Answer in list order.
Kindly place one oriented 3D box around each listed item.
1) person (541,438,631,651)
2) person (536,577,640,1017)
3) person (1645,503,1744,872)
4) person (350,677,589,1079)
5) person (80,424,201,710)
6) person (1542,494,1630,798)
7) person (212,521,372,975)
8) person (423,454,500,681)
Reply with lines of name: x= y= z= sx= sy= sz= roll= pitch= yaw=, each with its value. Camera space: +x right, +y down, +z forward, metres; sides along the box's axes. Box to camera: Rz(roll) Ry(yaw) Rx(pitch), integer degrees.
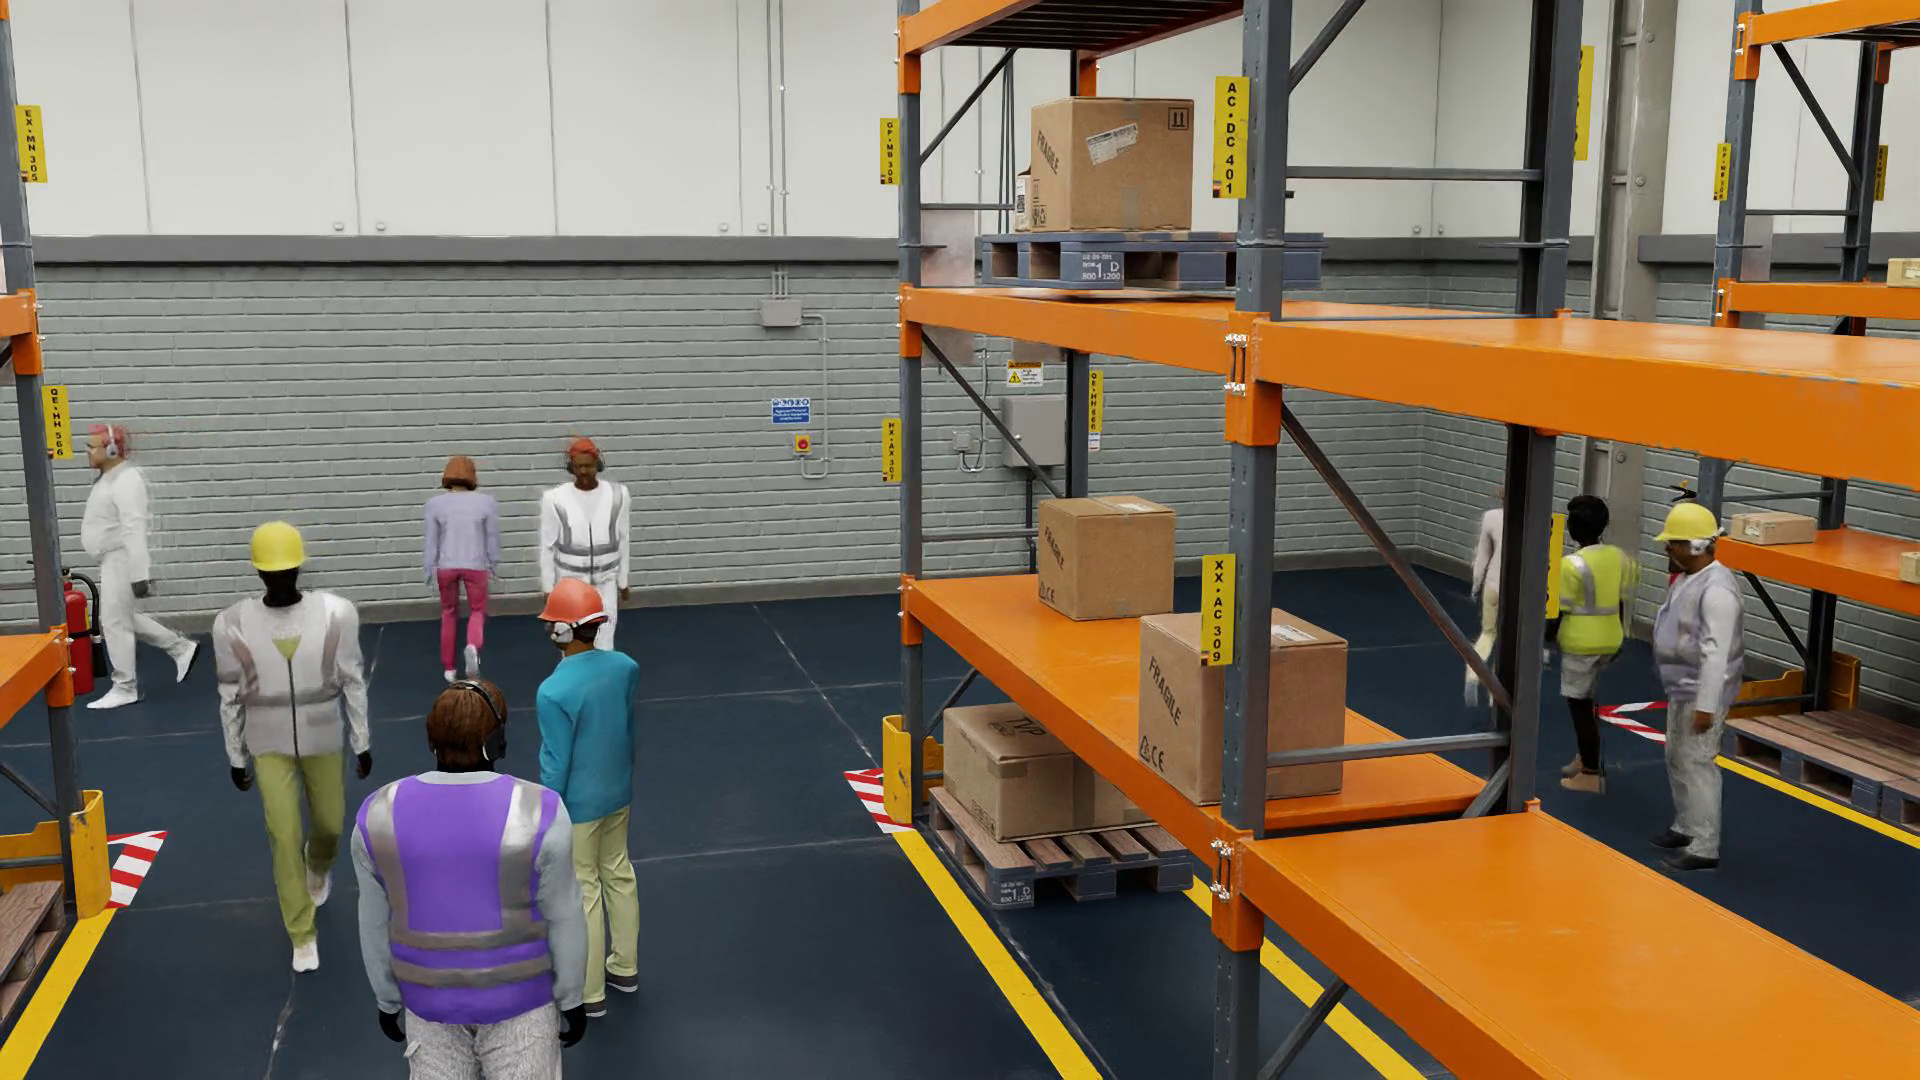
person: x=-2.422 y=0.239 z=10.809 sx=0.584 sy=1.839 sz=0.968 roll=-3 pitch=11 yaw=-19
person: x=-1.499 y=1.013 z=6.613 sx=0.327 sy=1.753 sz=0.561 roll=5 pitch=11 yaw=24
person: x=3.588 y=0.722 z=8.165 sx=0.434 sy=1.816 sz=0.623 roll=1 pitch=10 yaw=6
person: x=-1.368 y=1.294 z=4.763 sx=0.633 sy=1.842 sz=0.429 roll=0 pitch=10 yaw=1
person: x=-5.504 y=0.158 z=11.082 sx=0.648 sy=1.894 sz=0.641 roll=-6 pitch=12 yaw=-31
person: x=3.459 y=0.580 z=9.278 sx=0.552 sy=1.677 sz=0.502 roll=-6 pitch=12 yaw=-33
person: x=-2.872 y=0.837 z=7.189 sx=0.599 sy=1.907 sz=0.767 roll=-4 pitch=11 yaw=-24
person: x=-3.471 y=0.215 z=11.556 sx=0.532 sy=1.607 sz=0.528 roll=-2 pitch=10 yaw=-11
